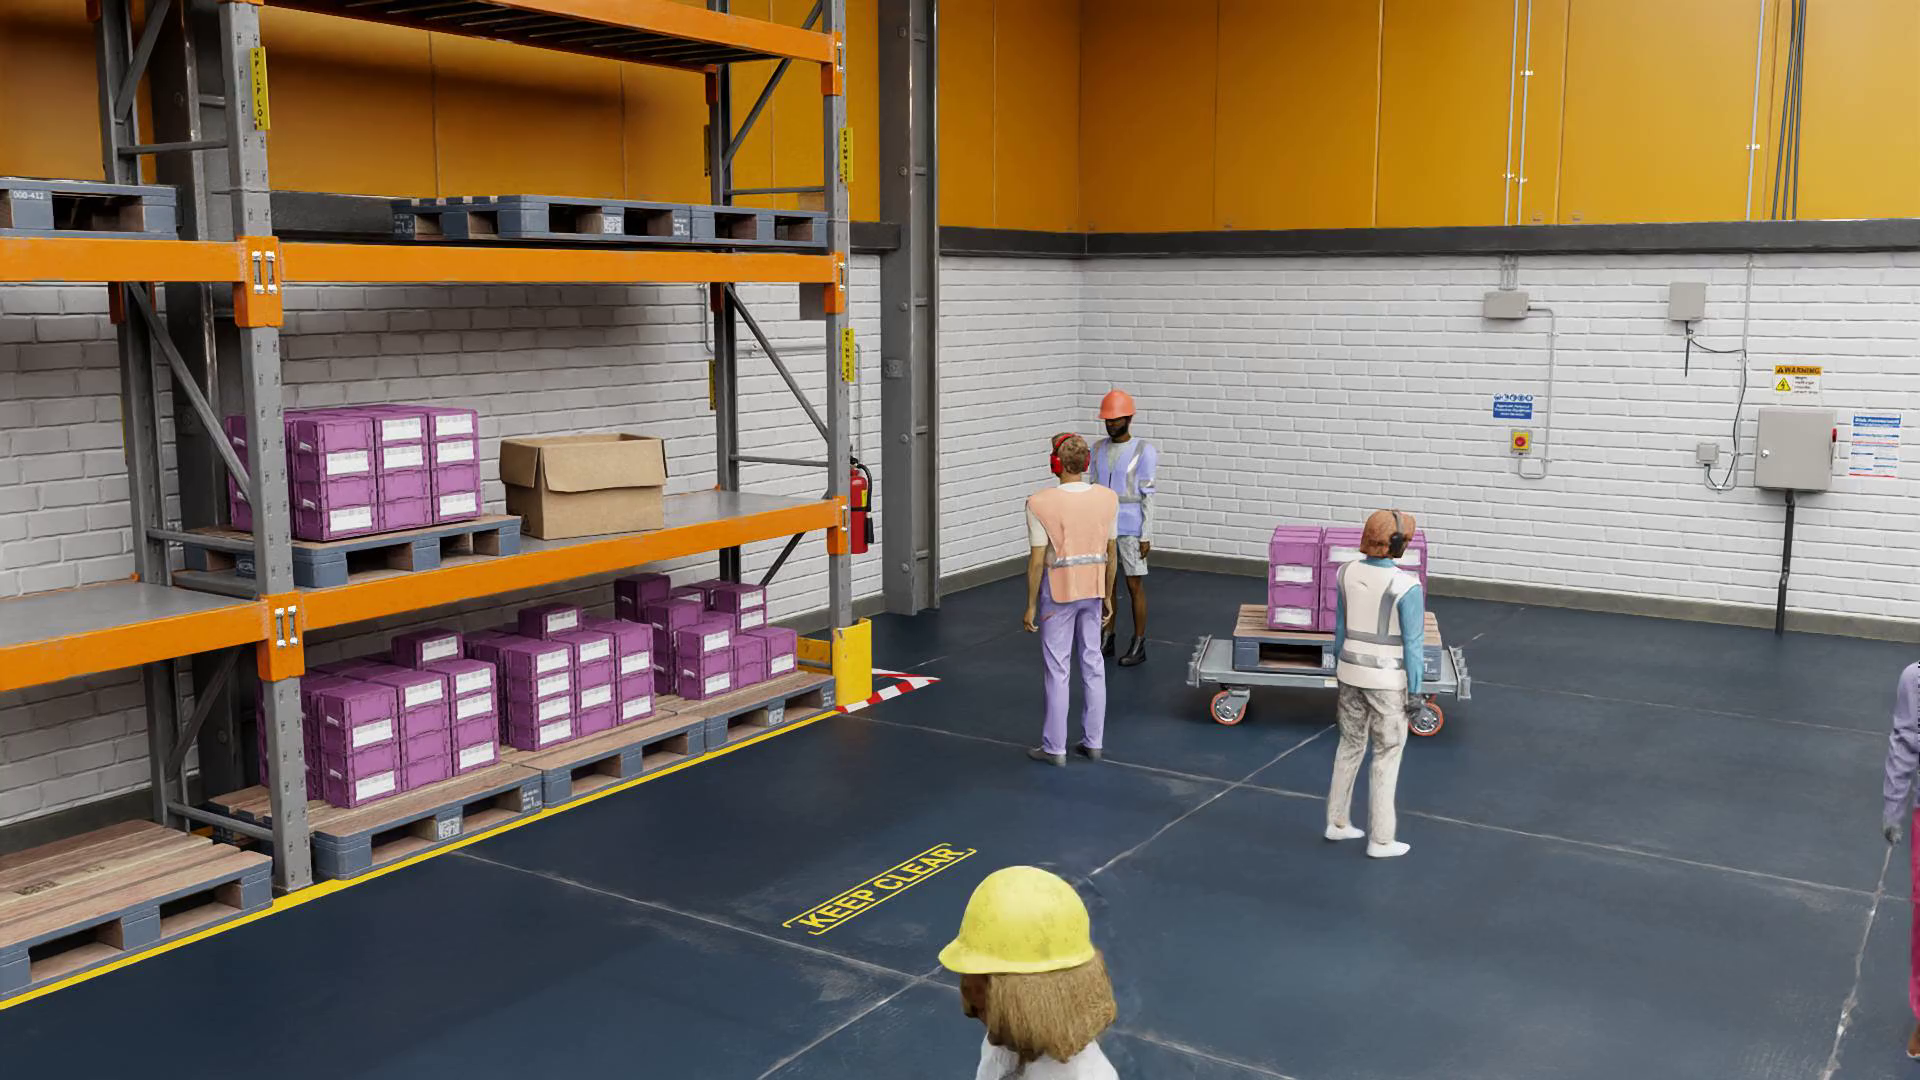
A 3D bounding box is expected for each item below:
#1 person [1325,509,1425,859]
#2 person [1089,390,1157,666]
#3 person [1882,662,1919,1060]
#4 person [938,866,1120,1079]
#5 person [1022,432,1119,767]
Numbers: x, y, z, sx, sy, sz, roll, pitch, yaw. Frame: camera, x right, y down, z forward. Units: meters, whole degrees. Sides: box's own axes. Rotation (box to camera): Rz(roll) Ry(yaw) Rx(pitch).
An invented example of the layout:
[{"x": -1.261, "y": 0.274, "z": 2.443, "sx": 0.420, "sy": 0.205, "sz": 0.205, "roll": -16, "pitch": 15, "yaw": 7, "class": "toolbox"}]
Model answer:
[{"x": 1.930, "y": 0.667, "z": 7.728, "sx": 0.313, "sy": 1.634, "sz": 0.524, "roll": -6, "pitch": 10, "yaw": -33, "class": "person"}, {"x": 1.104, "y": -0.082, "z": 11.623, "sx": 0.544, "sy": 1.931, "sz": 0.384, "roll": 7, "pitch": 11, "yaw": 40, "class": "person"}, {"x": 3.464, "y": 0.979, "z": 5.685, "sx": 0.536, "sy": 1.608, "sz": 0.598, "roll": 4, "pitch": 10, "yaw": 25, "class": "person"}, {"x": 0.116, "y": 1.380, "z": 2.866, "sx": 0.920, "sy": 1.690, "sz": 0.512, "roll": -2, "pitch": 9, "yaw": -15, "class": "person"}, {"x": 0.614, "y": 0.332, "z": 9.180, "sx": 0.565, "sy": 1.850, "sz": 0.390, "roll": -4, "pitch": 10, "yaw": -27, "class": "person"}]
